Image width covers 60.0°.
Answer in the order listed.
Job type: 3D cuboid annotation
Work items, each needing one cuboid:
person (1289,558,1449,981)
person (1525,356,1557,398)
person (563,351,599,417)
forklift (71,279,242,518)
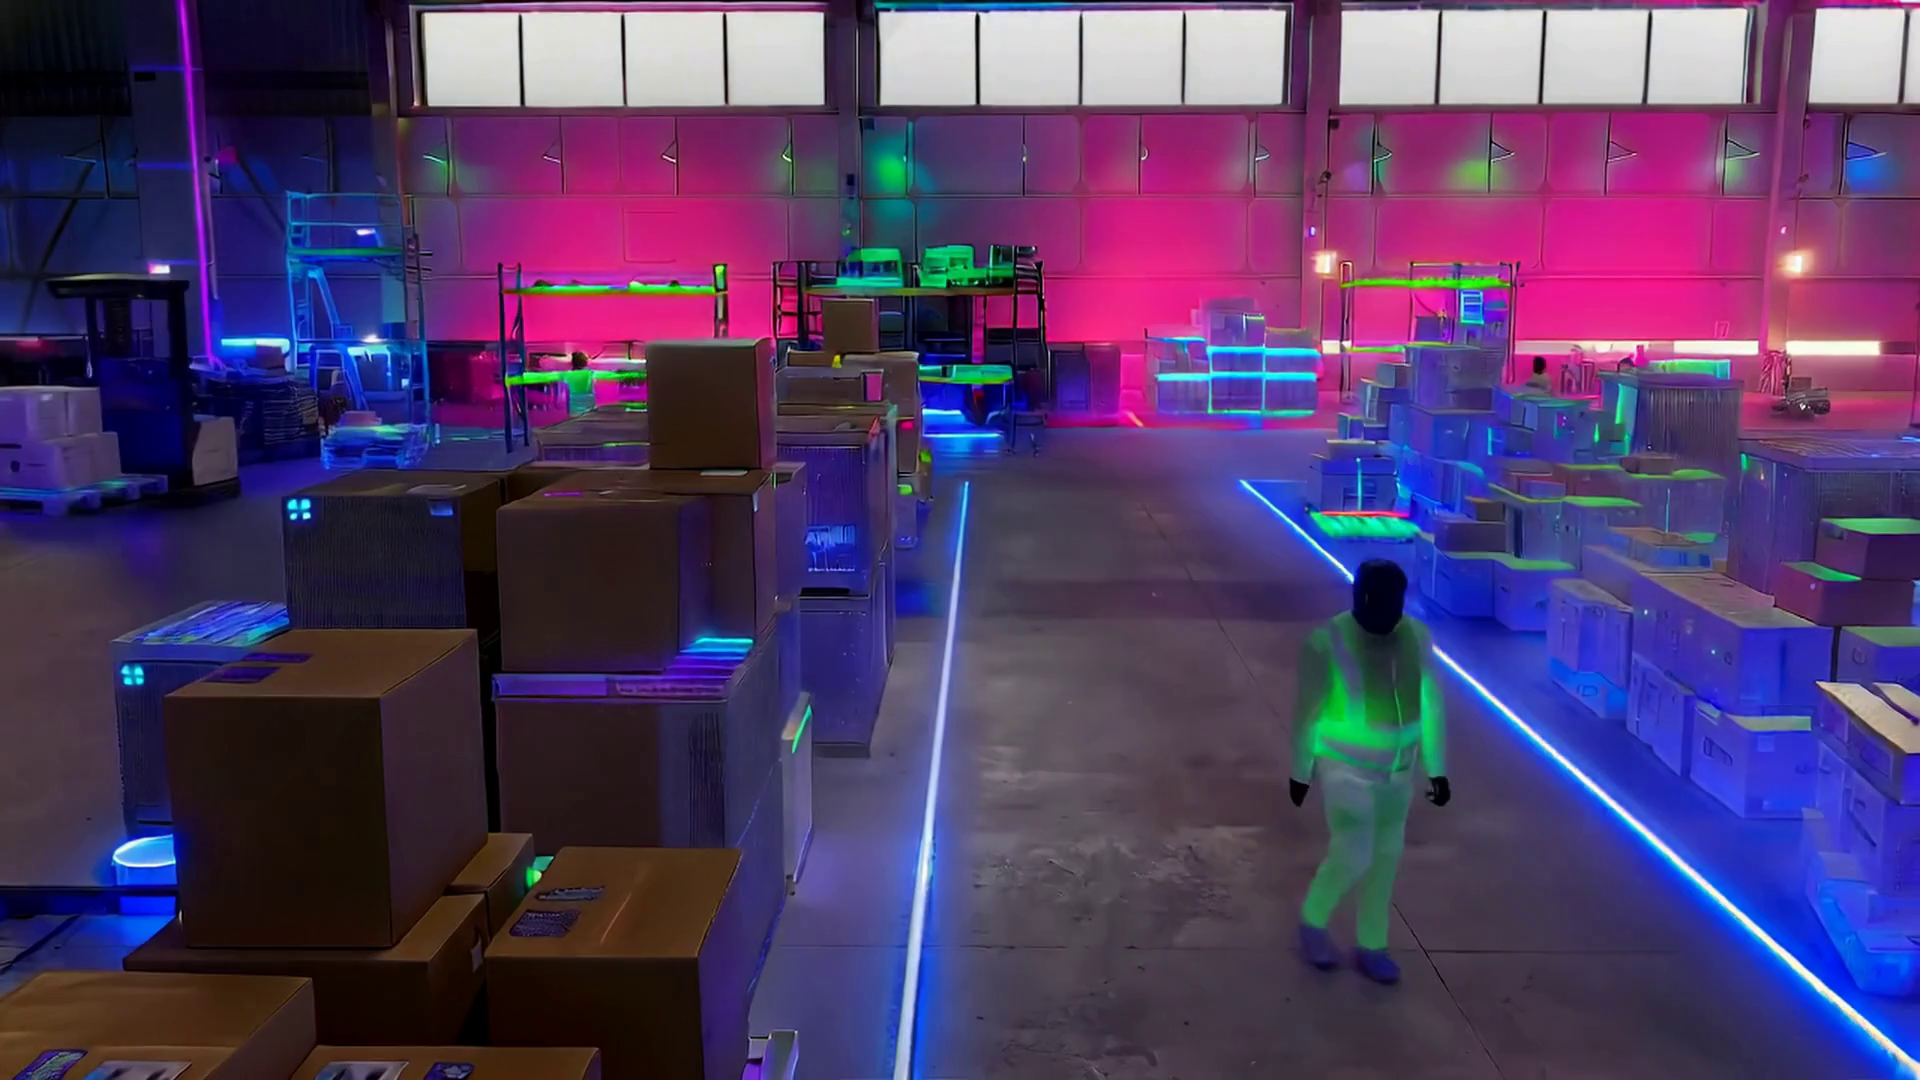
[{"bbox_3d":[1.716,0.965,7.014,0.649,1.824,0.434,-4,10,-22],"label":"person"},{"bbox_3d":[8.539,-1.857,24.385,0.540,1.676,0.671,-3,10,-17],"label":"person"},{"bbox_3d":[-5.728,-2.007,25.199,0.529,1.694,0.321,-2,10,-11],"label":"person"},{"bbox_3d":[-9.826,-1.777,20.280,1.129,2.768,1.873,1,10,8],"label":"forklift"}]
